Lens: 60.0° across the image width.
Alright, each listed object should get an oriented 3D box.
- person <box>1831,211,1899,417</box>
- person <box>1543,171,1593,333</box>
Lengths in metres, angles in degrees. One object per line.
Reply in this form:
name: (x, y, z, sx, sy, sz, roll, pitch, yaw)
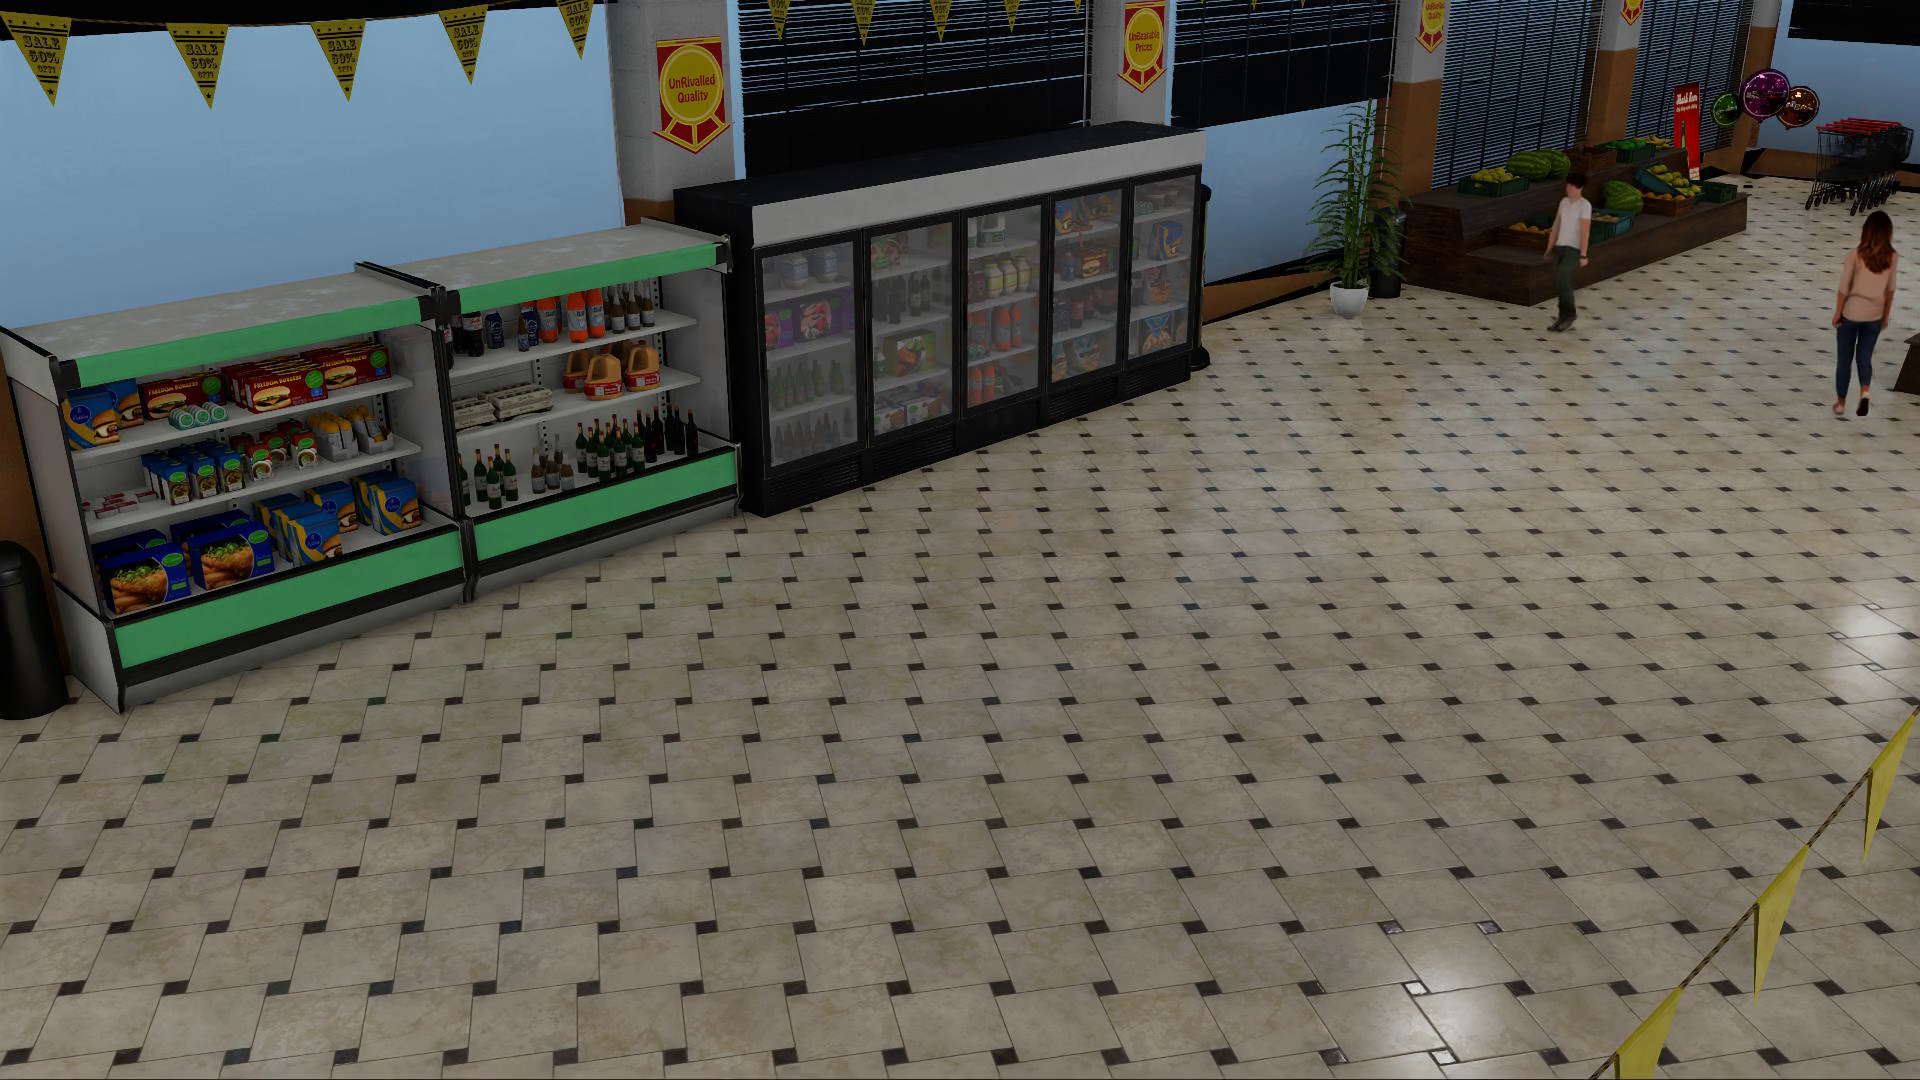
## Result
person: (7.705, -1.883, 14.173, 0.861, 1.779, 0.997, 5, 22, 13)
person: (6.285, -2.945, 17.000, 0.711, 1.642, 0.675, -9, 24, -21)
